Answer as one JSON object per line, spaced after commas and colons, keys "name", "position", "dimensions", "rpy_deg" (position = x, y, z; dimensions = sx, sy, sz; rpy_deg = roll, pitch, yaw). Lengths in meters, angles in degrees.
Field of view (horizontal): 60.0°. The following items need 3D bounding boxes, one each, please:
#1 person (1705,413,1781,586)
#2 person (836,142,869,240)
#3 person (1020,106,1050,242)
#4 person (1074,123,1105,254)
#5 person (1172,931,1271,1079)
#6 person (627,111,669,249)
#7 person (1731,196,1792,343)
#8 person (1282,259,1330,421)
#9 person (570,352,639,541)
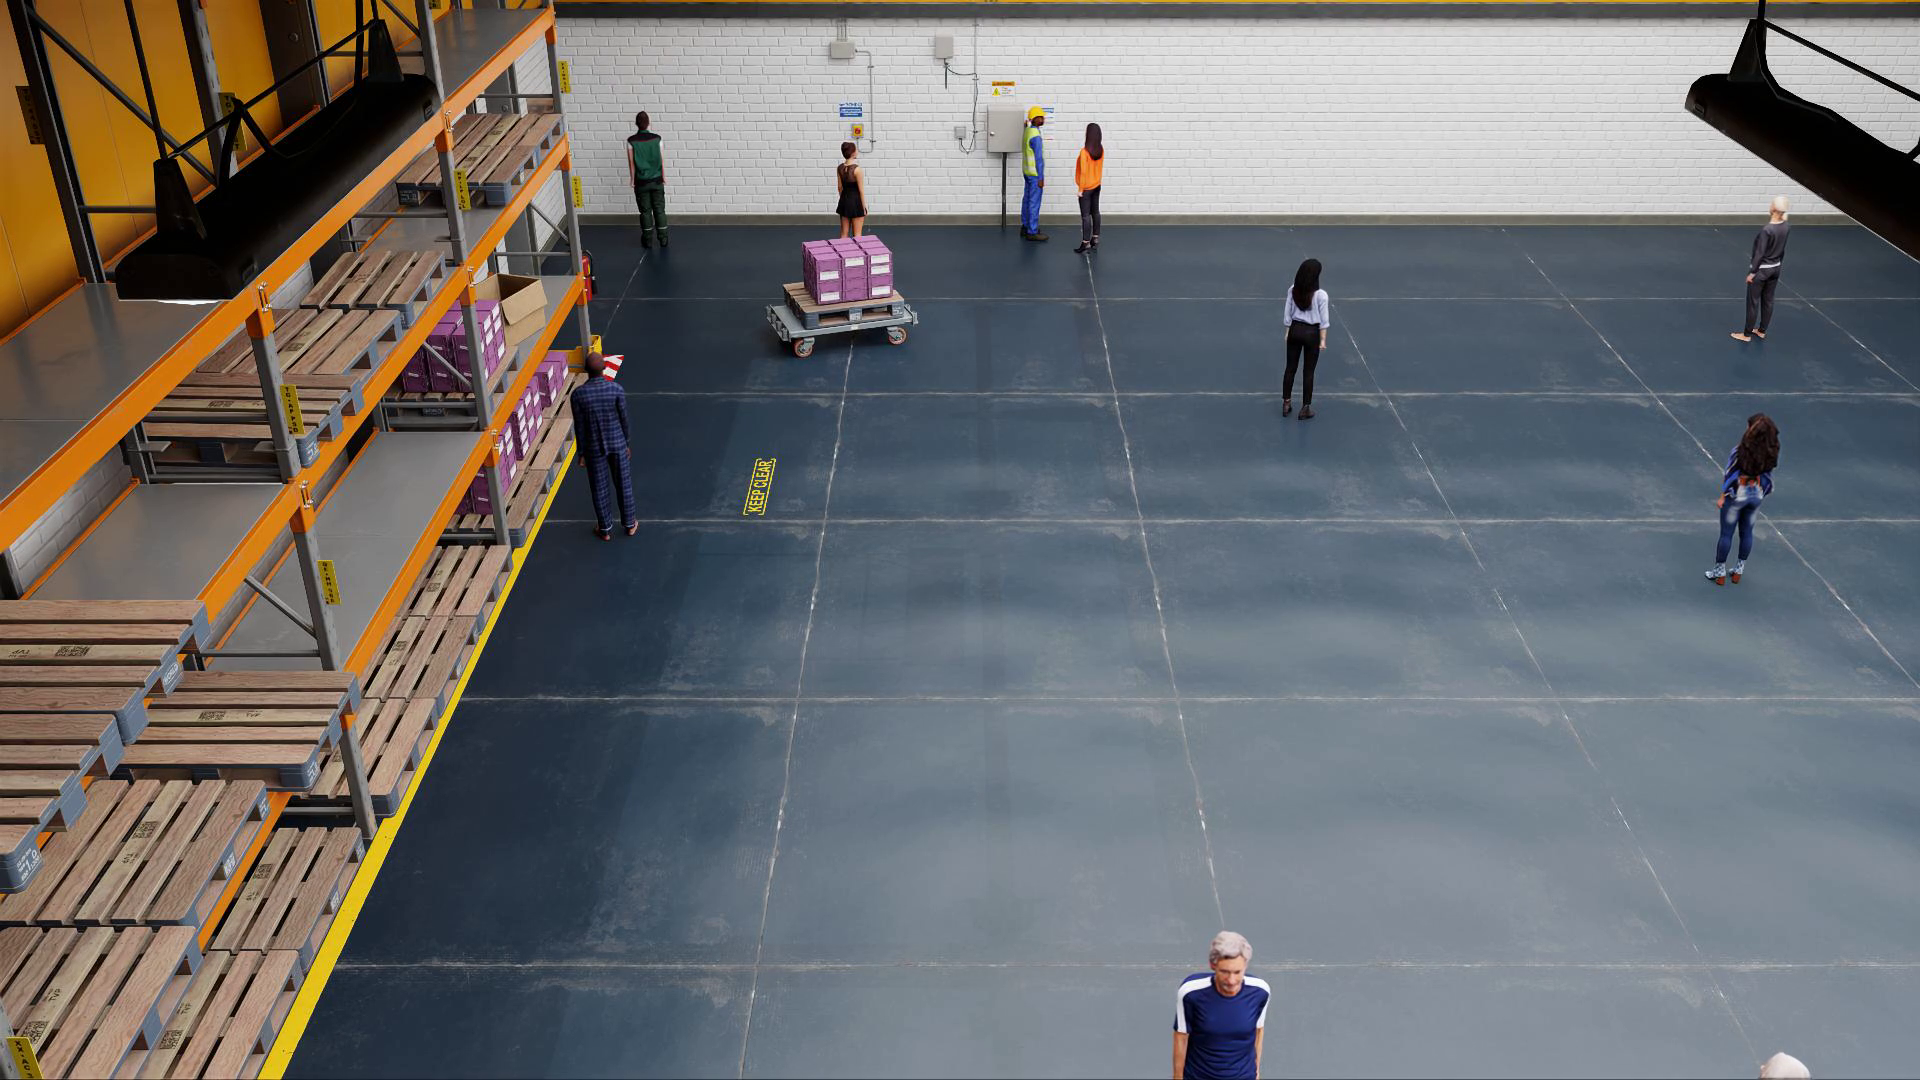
{"name": "person", "position": [6.784, -0.362, 14.415], "dimensions": [0.613, 1.615, 0.564], "rpy_deg": [-3, 29, -5]}
{"name": "person", "position": [-1.421, -4.373, 21.706], "dimensions": [0.678, 1.675, 0.717], "rpy_deg": [18, 33, 30]}
{"name": "person", "position": [1.012, -5.033, 22.773], "dimensions": [0.782, 1.812, 0.593], "rpy_deg": [-7, 29, -13]}
{"name": "person", "position": [1.740, -4.720, 22.265], "dimensions": [0.769, 1.748, 0.686], "rpy_deg": [21, 35, 33]}
{"name": "person", "position": [1.313, 2.724, 8.524], "dimensions": [0.661, 1.839, 0.597], "rpy_deg": [-4, 29, -7]}
{"name": "person", "position": [-4.209, -4.868, 22.439], "dimensions": [0.701, 1.842, 0.671], "rpy_deg": [-9, 30, -16]}
{"name": "person", "position": [9.436, -3.180, 19.466], "dimensions": [0.677, 1.725, 0.657], "rpy_deg": [-12, 31, -20]}
{"name": "person", "position": [3.618, -2.124, 17.512], "dimensions": [0.732, 1.743, 0.753], "rpy_deg": [18, 34, 30]}
{"name": "person", "position": [-3.225, -0.859, 15.114], "dimensions": [0.734, 1.819, 0.722], "rpy_deg": [-10, 30, -17]}
